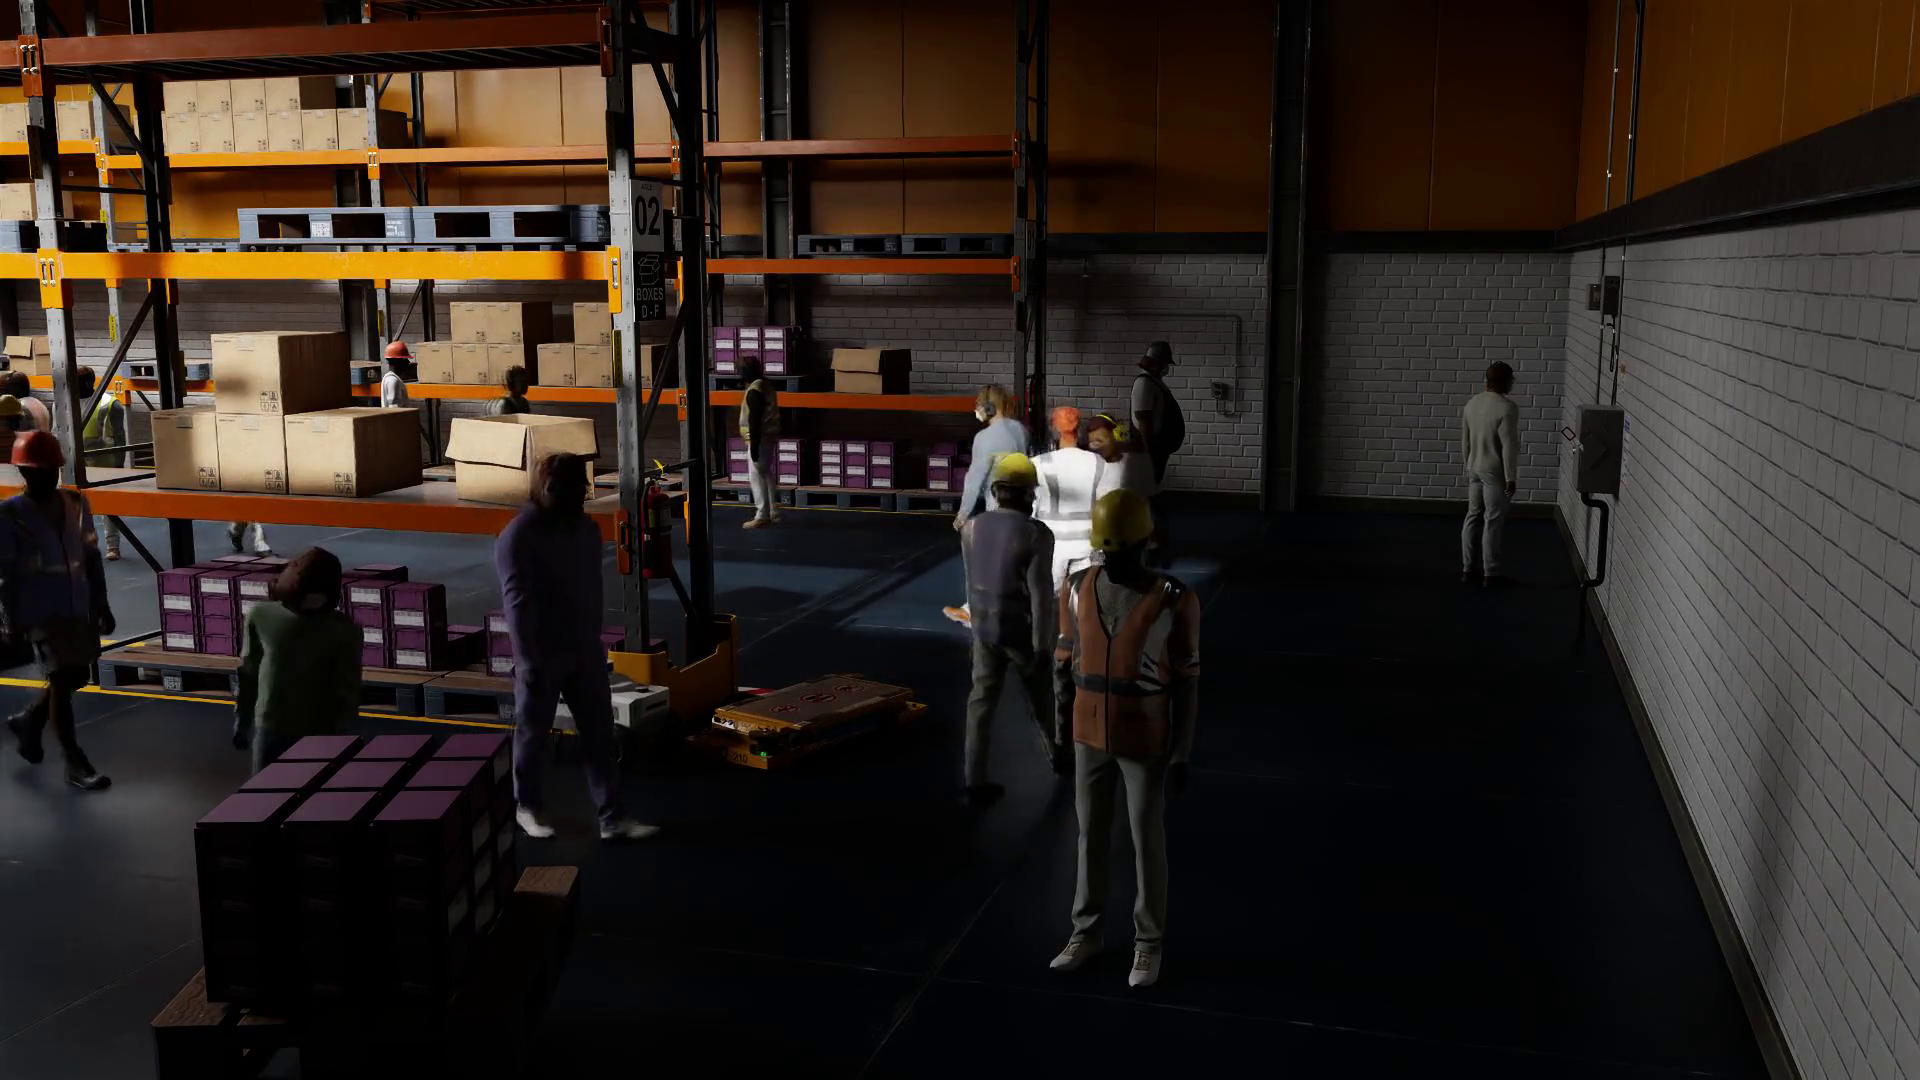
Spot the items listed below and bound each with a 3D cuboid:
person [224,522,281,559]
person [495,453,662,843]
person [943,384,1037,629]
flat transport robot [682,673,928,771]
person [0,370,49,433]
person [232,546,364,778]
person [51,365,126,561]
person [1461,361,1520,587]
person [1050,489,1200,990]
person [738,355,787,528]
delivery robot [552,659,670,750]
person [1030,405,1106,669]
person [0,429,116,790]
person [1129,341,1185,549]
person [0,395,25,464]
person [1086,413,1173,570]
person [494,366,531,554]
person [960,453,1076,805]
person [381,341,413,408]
[{"bbox_3d":[-6.745,-0.721,15.693,0.842,1.806,0.599,5,11,30],"label":"person"},{"bbox_3d":[-1.860,0.533,7.879,0.829,1.869,0.669,7,11,35],"label":"person"},{"bbox_3d":[0.226,-0.197,12.209,1.006,1.885,0.634,5,10,26],"label":"person"},{"bbox_3d":[-0.872,1.029,9.672,0.652,0.197,1.431,7,11,35],"label":"flat transport robot"},{"bbox_3d":[-8.261,-0.575,14.680,0.429,1.840,0.633,-1,9,-8],"label":"person"},{"bbox_3d":[-2.753,0.810,6.947,0.575,1.596,0.374,-1,9,-7],"label":"person"},{"bbox_3d":[-8.109,-0.707,15.486,0.633,1.839,0.429,-2,9,-10],"label":"person"},{"bbox_3d":[4.574,-0.569,14.346,0.371,1.939,0.629,-4,10,-21],"label":"person"},{"bbox_3d":[0.614,0.751,6.363,0.585,1.918,0.377,5,11,27],"label":"person"},{"bbox_3d":[-2.085,-1.030,17.517,0.480,1.823,0.683,1,9,3],"label":"person"},{"bbox_3d":[-1.975,0.908,9.262,0.707,0.478,0.477,5,11,27],"label":"delivery robot"},{"bbox_3d":[0.676,0.069,10.695,0.615,1.863,0.481,-3,10,-20],"label":"person"},{"bbox_3d":[-4.862,0.351,8.840,0.798,1.914,0.557,4,10,25],"label":"person"},{"bbox_3d":[1.938,-0.948,16.340,0.536,2.000,0.677,2,10,13],"label":"person"},{"bbox_3d":[-7.469,-0.289,13.270,0.861,1.727,0.540,3,10,20],"label":"person"},{"bbox_3d":[1.056,0.095,10.681,0.612,1.818,0.690,1,9,8],"label":"person"},{"bbox_3d":[-4.092,-0.734,15.742,0.875,1.806,0.522,3,10,17],"label":"person"},{"bbox_3d":[0.324,0.442,8.641,0.607,1.781,0.912,8,12,39],"label":"person"},{"bbox_3d":[-6.109,-1.189,18.121,0.371,1.939,0.543,-3,10,-20],"label":"person"}]
